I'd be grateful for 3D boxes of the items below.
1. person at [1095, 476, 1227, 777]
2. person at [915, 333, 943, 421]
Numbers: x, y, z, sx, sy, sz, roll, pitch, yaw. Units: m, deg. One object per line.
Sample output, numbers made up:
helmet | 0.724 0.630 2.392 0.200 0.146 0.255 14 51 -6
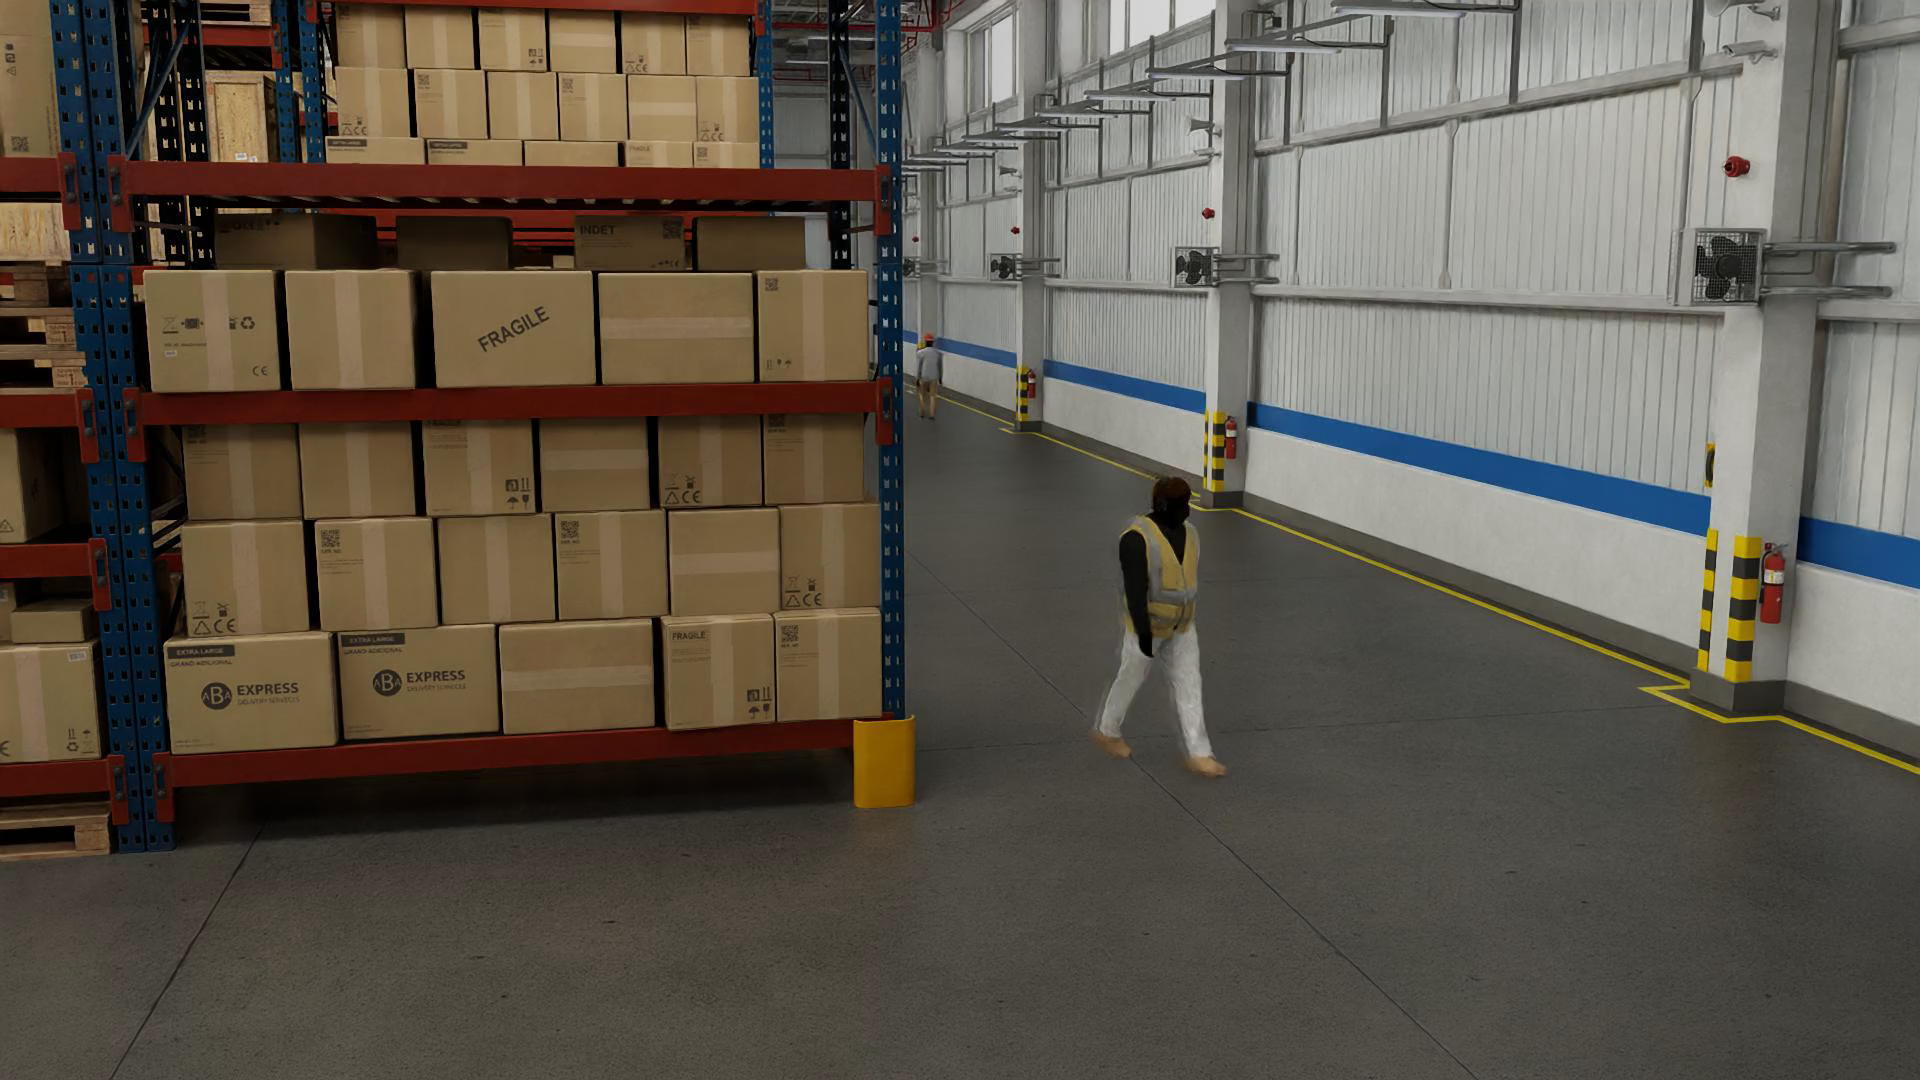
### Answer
person | 1.189 0.499 10.078 0.628 1.802 0.947 -6 11 -35
person | -0.633 -3.239 33.038 0.591 1.716 0.824 -2 10 -13
